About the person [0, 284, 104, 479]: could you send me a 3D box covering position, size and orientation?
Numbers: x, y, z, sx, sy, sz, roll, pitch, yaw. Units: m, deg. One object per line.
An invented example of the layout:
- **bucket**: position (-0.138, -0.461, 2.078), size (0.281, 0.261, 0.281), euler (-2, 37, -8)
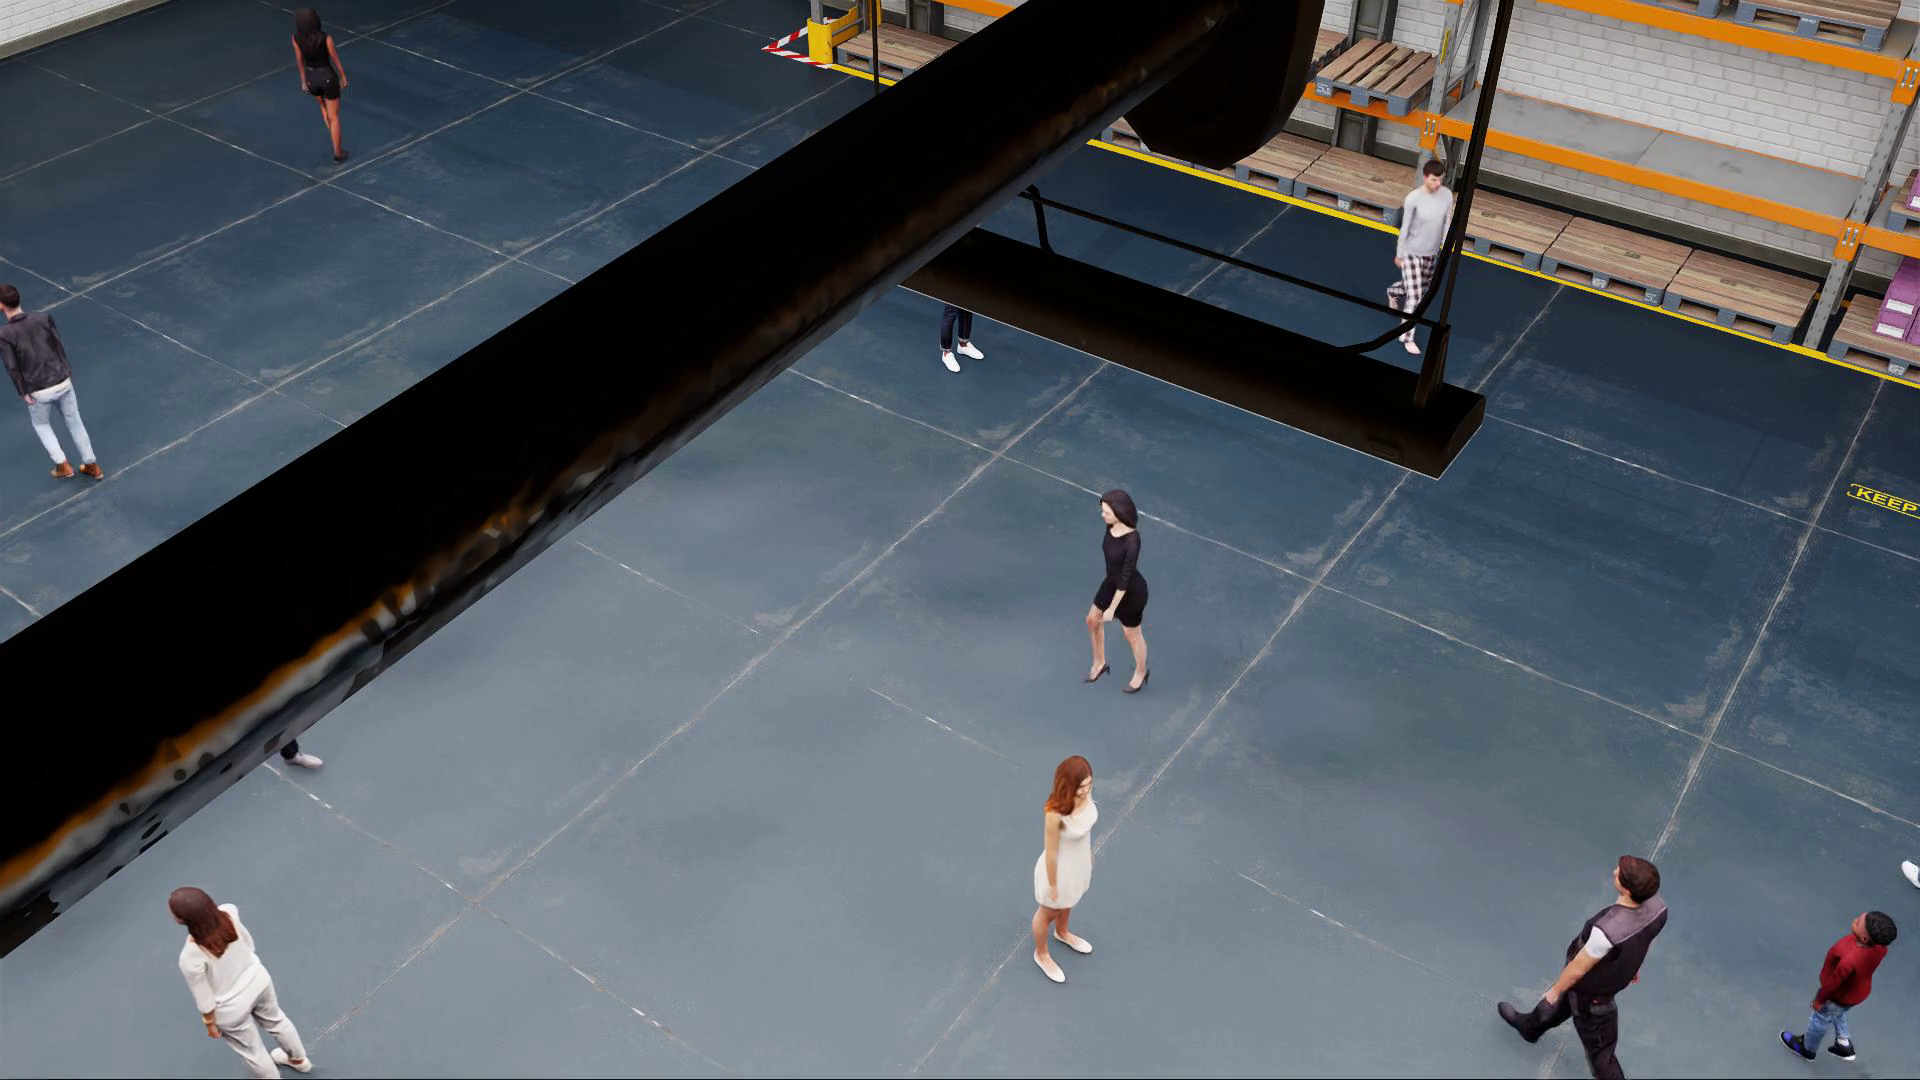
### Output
- **person**: position (-7.364, -1.236, 13.519), size (0.619, 1.823, 0.670), euler (26, 45, 29)

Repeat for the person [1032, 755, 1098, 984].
- **person**: position (0.612, 1.875, 9.718), size (0.549, 1.705, 0.571), euler (28, 46, 31)

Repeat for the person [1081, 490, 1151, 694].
- **person**: position (1.234, 0.380, 11.534), size (0.838, 1.777, 0.787), euler (-13, 40, -15)

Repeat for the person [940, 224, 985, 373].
- **person**: position (-0.015, -2.415, 15.000), size (0.762, 1.818, 0.670), euler (-30, 48, -32)

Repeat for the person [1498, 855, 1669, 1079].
- **person**: position (3.515, 2.433, 8.940), size (0.925, 1.805, 1.282), euler (-25, 45, -28)

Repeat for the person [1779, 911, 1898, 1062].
- **person**: position (4.980, 2.527, 9.270), size (0.615, 1.245, 0.683), euler (-20, 43, -23)

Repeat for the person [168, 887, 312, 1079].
- **person**: position (-3.908, 2.452, 9.014), size (0.647, 1.683, 0.675), euler (10, 40, 13)

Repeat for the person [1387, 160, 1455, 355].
- **person**: position (4.216, -2.694, 15.355), size (1.048, 1.811, 1.168), euler (-10, 40, -12)

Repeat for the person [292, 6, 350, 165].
- **person**: position (-7.029, -4.962, 18.267), size (0.870, 1.720, 0.890), euler (2, 39, 3)
